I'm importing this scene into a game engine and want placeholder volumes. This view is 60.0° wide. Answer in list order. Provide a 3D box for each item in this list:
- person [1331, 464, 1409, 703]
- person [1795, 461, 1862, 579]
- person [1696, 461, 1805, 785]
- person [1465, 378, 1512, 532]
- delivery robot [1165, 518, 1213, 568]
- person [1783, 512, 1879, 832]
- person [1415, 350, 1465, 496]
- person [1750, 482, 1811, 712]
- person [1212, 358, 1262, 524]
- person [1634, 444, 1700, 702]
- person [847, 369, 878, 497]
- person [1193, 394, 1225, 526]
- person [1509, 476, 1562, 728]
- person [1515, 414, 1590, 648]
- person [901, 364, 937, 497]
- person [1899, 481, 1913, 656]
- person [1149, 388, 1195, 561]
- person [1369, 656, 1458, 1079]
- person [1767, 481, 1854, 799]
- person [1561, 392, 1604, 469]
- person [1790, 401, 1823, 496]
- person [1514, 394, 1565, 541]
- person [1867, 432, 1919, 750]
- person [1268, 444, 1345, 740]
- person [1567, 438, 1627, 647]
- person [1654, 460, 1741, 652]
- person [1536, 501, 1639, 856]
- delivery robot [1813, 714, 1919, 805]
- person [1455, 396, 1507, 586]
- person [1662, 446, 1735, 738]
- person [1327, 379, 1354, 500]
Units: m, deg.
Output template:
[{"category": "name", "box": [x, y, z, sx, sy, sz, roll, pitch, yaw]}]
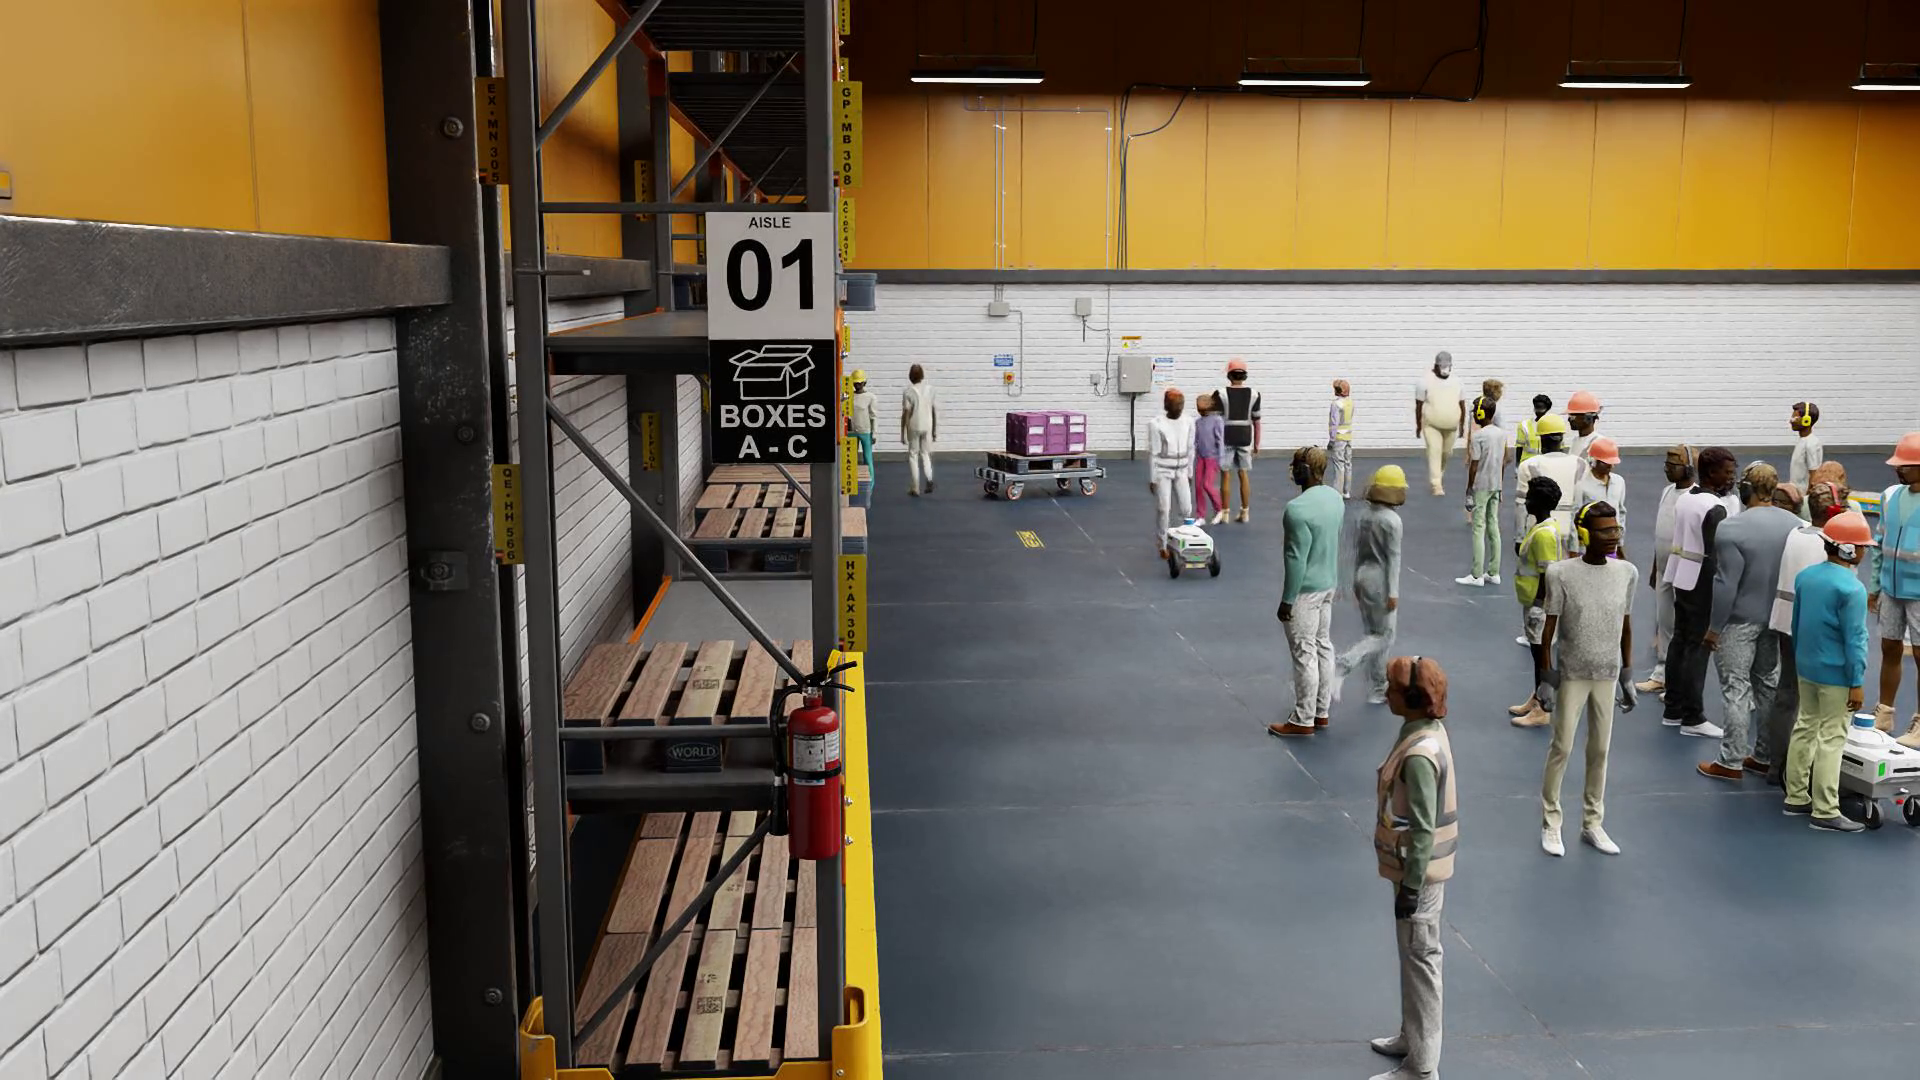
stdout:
[{"category": "person", "box": [2.858, 0.326, 11.674, 0.621, 1.714, 0.505, -2, 9, -13]}, {"category": "person", "box": [6.566, 0.211, 12.667, 0.507, 1.632, 0.265, 7, 11, 36]}, {"category": "person", "box": [4.721, 0.492, 9.943, 0.636, 1.938, 0.358, -3, 10, -21]}, {"category": "person", "box": [6.255, -1.011, 19.738, 0.451, 1.831, 0.537, -2, 9, -15]}, {"category": "delivery robot", "box": [2.330, 0.023, 16.928, 0.477, 0.478, 0.707, -1, 9, -7]}, {"category": "person", "box": [4.805, 0.711, 9.147, 0.336, 1.749, 0.575, -1, 9, -4]}, {"category": "person", "box": [6.678, -1.664, 23.163, 0.687, 2.000, 0.889, 0, 9, -3]}, {"category": "person", "box": [5.580, 0.418, 11.360, 0.511, 1.637, 0.307, 7, 12, 38]}, {"category": "person", "box": [3.350, -1.201, 20.290, 0.632, 2.034, 0.411, -1, 9, -6]}, {"category": "person", "box": [5.106, 0.234, 11.859, 0.338, 1.845, 0.514, -2, 9, -13]}, {"category": "person", "box": [-1.379, -1.459, 22.776, 0.524, 1.761, 0.338, 3, 10, 19]}, {"category": "person", "box": [2.973, -0.960, 20.125, 0.354, 1.597, 0.533, -7, 11, -37]}, {"category": "person", "box": [3.892, 0.413, 11.201, 0.316, 1.696, 0.540, 3, 9, 17]}, {"category": "person", "box": [4.785, -0.065, 13.521, 0.591, 1.918, 0.399, 0, 9, 0]}, {"category": "person", "box": [-0.566, -1.496, 22.750, 0.525, 1.831, 0.438, -4, 10, -25]}, {"category": "person", "box": [7.706, 0.045, 13.098, 0.429, 1.837, 0.624, -5, 10, -28]}, {"category": "person", "box": [2.240, -0.688, 17.609, 0.587, 1.859, 0.464, -4, 10, -22]}, {"category": "person", "box": [1.695, 1.236, 6.216, 0.310, 1.638, 0.523, 3, 9, 16]}, {"category": "person", "box": [4.955, 0.575, 9.711, 0.394, 1.846, 0.564, -1, 9, -9]}, {"category": "person", "box": [5.330, -0.254, 14.308, 0.393, 2.041, 0.614, 0, 9, 2]}, {"category": "person", "box": [7.803, -0.346, 15.434, 0.334, 1.868, 0.517, 3, 10, 20]}, {"category": "person", "box": [6.567, -0.811, 18.879, 0.540, 1.697, 0.318, 4, 10, 24]}, {"category": "person", "box": [6.092, 0.326, 10.676, 0.395, 2.039, 0.607, -3, 10, -19]}, {"category": "person", "box": [2.278, 0.337, 10.919, 0.372, 1.940, 0.631, 7, 11, 36]}, {"category": "person", "box": [5.164, 0.033, 13.464, 0.577, 1.736, 0.355, -4, 10, -23]}, {"category": "person", "box": [5.821, 0.164, 12.896, 0.536, 1.658, 0.847, -5, 10, -27]}, {"category": "person", "box": [3.290, 0.722, 8.699, 0.534, 1.876, 0.315, -1, 9, -4]}, {"category": "delivery robot", "box": [5.084, 1.226, 9.378, 0.477, 0.478, 0.707, -2, 9, -11]}, {"category": "person", "box": [5.125, -0.475, 16.278, 0.509, 1.860, 0.333, -6, 11, -33]}, {"category": "person", "box": [4.884, 0.335, 11.011, 0.394, 1.915, 0.587, 0, 9, 1]}, {"category": "person", "box": [5.122, -1.340, 22.384, 0.309, 1.641, 0.512, 8, 12, 40]}]
